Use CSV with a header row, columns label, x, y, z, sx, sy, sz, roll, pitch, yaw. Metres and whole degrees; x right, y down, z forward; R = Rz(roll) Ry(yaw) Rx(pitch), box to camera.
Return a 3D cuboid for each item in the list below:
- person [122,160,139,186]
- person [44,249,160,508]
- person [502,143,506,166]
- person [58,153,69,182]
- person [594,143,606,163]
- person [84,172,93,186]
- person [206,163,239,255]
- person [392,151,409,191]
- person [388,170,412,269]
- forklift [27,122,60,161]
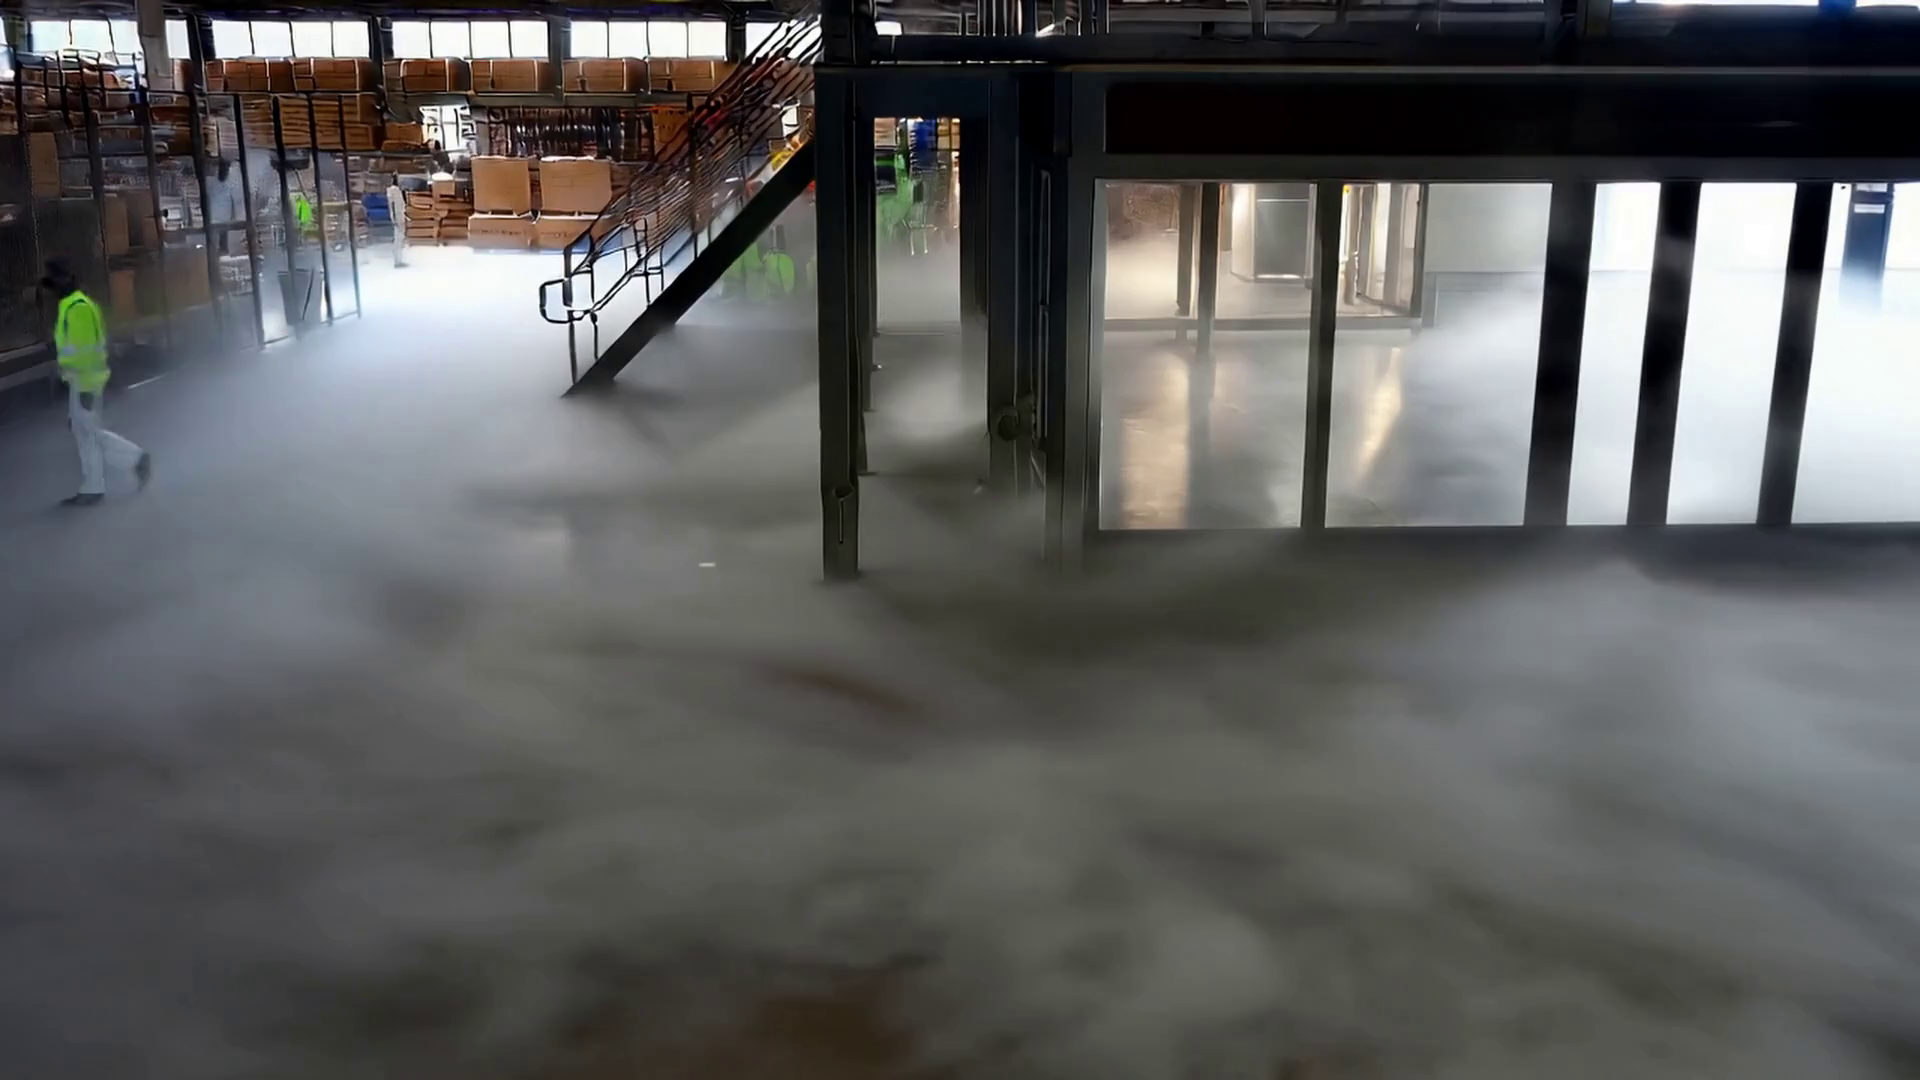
label,x,y,z,sx,sy,sz,roll,pitch,yaw
person,-18.930,-7.733,38.152,0.373,1.934,0.551,-1,14,-5
person,-6.280,-1.176,12.090,0.625,1.871,0.582,-9,17,-33
person,-22.823,-19.062,83.685,0.682,1.806,0.630,-3,14,-13
person,-33.703,-13.724,62.601,0.549,1.681,0.361,-1,14,-5
person,-15.990,-16.703,74.042,0.632,1.928,0.439,6,15,23
person,-16.080,-5.875,30.879,0.327,1.865,0.521,-1,14,-5
person,-15.646,-7.029,35.340,0.623,1.932,0.586,-12,18,-39
person,-22.943,-15.066,67.895,0.871,1.723,0.536,-3,14,-12
person,-10.818,-6.173,32.056,0.316,1.870,0.531,-3,14,-10
forklift,-35.376,-14.773,64.377,1.129,2.768,1.873,-1,14,-2
